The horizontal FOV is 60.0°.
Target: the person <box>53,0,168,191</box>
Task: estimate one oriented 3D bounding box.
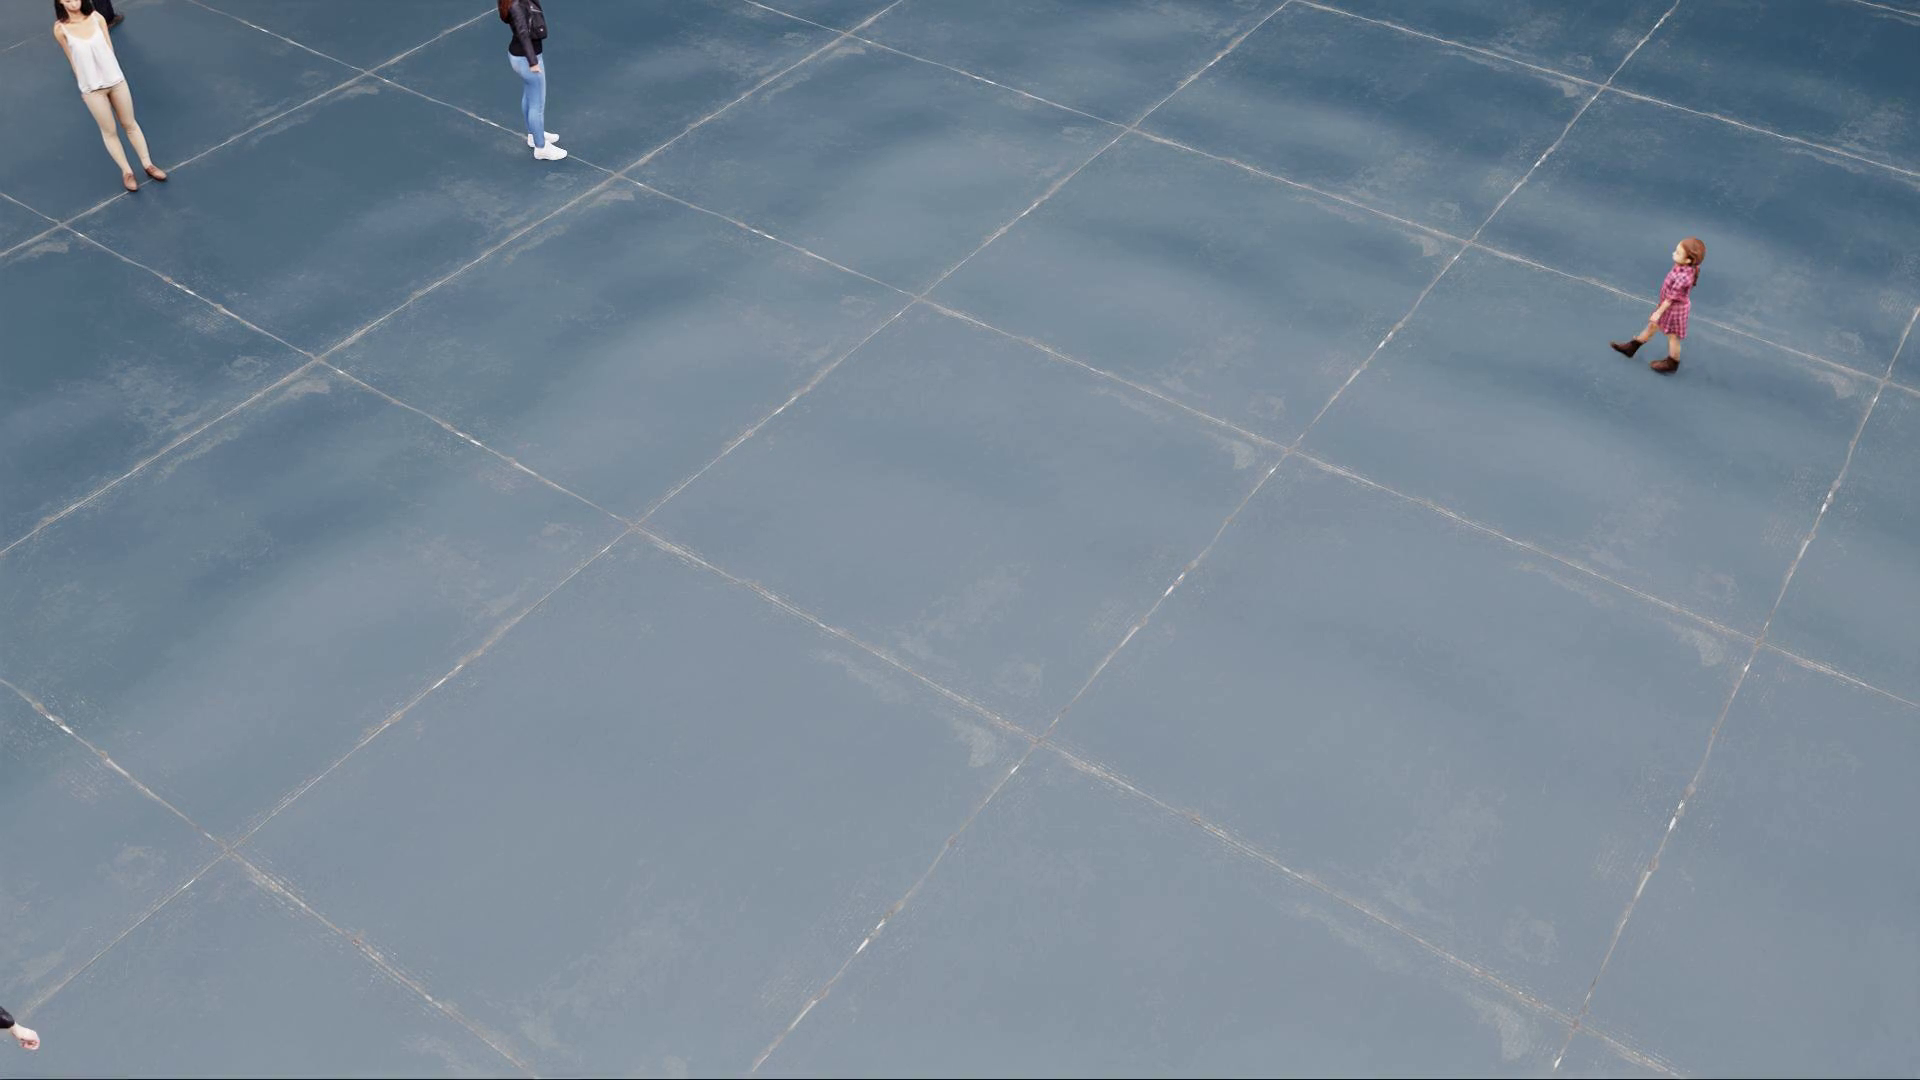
[{"bbox_3d":[-6.604,-3.521,12.777,0.567,1.653,0.628,26,49,25],"label":"person"}]

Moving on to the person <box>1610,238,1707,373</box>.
[{"bbox_3d":[4.828,-1.544,11.135,0.719,1.003,0.515,15,45,16],"label":"person"}]

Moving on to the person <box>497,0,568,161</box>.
[{"bbox_3d":[-3.408,-3.804,13.096,0.786,1.632,0.684,-15,45,-15],"label":"person"}]
